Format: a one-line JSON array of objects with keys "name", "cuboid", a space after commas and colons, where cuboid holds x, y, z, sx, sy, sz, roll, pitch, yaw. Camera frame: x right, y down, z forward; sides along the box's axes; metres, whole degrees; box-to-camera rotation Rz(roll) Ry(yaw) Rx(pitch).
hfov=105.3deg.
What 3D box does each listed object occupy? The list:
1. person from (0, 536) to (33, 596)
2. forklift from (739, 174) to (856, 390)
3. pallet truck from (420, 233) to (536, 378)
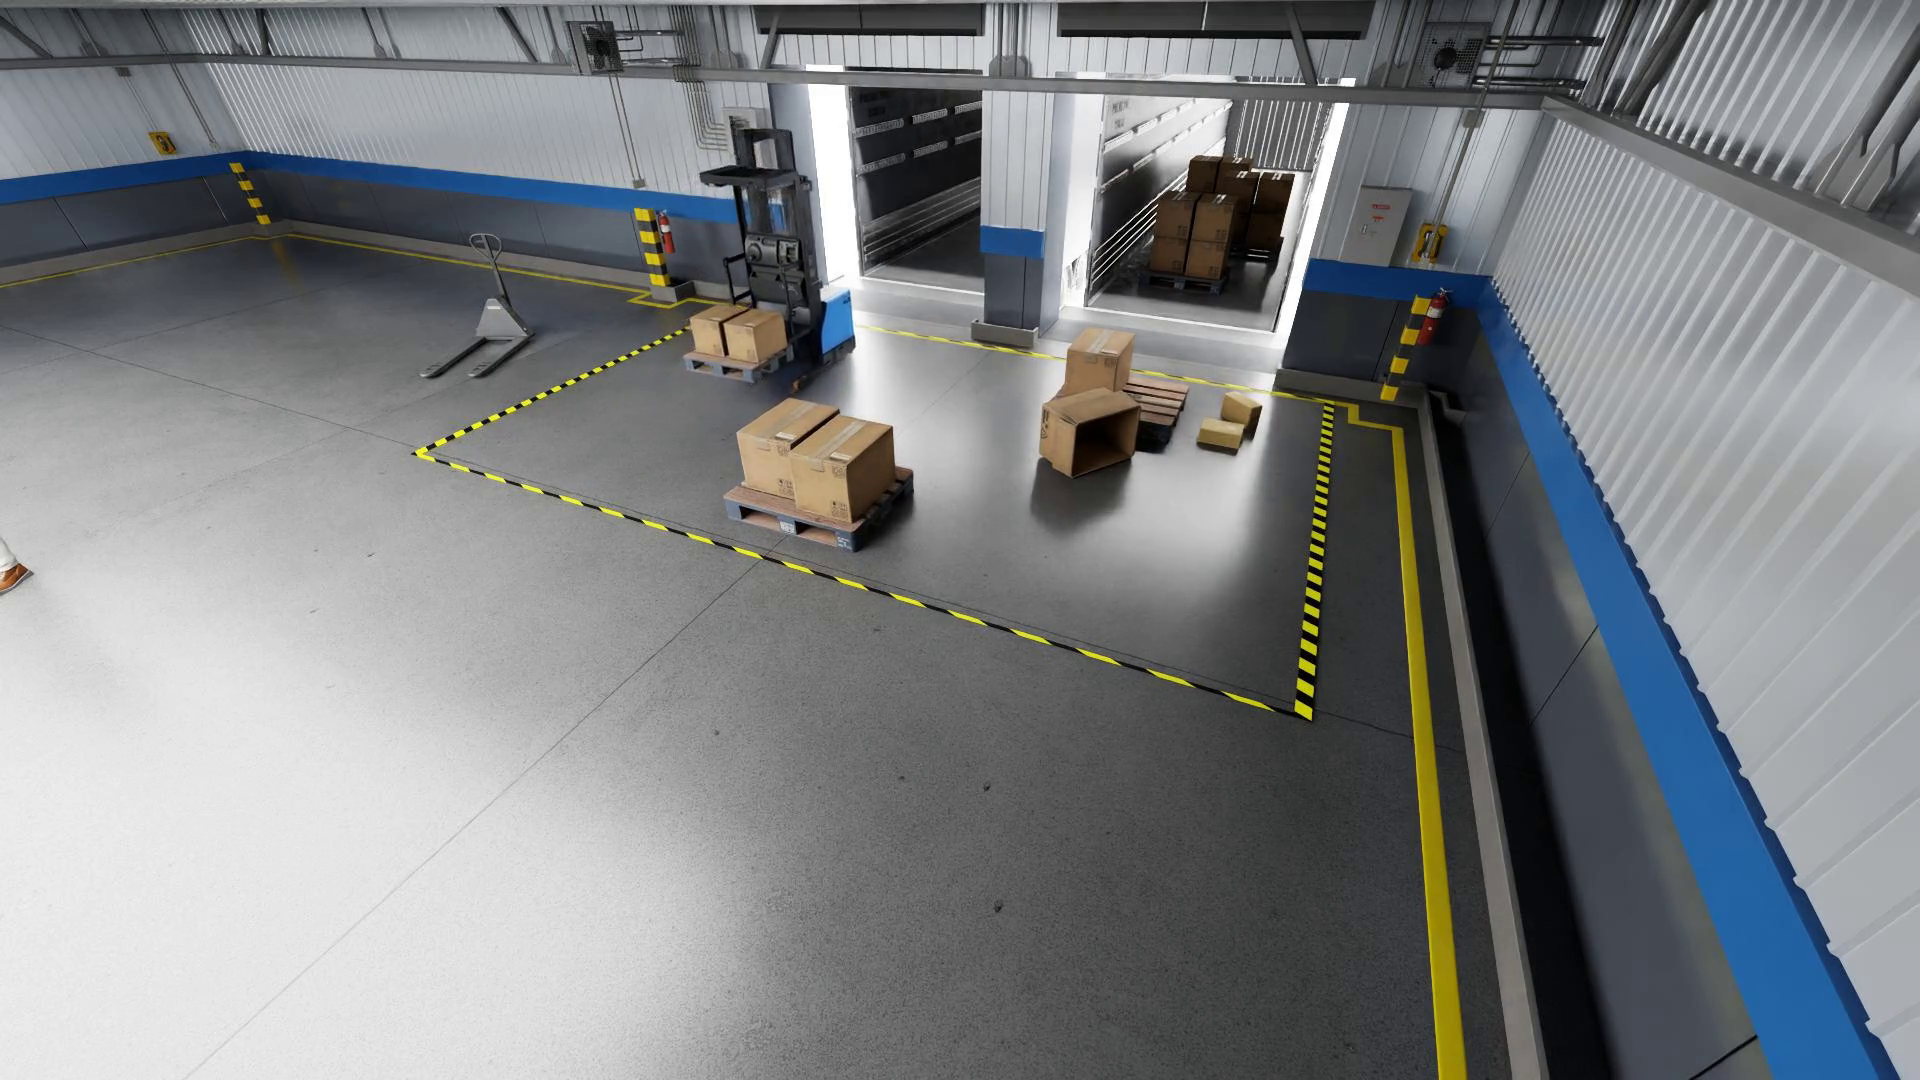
[{"name": "person", "cuboid": [-6.874, -0.467, 4.665, 0.601, 1.948, 0.386, 0, 35, 0]}, {"name": "forklift", "cuboid": [-1.740, -2.951, 8.072, 0.716, 2.013, 0.776, 14, 38, 19]}, {"name": "pallet truck", "cuboid": [-5.664, -2.712, 8.427, 0.680, 1.201, 1.601, 0, 35, -1]}]
